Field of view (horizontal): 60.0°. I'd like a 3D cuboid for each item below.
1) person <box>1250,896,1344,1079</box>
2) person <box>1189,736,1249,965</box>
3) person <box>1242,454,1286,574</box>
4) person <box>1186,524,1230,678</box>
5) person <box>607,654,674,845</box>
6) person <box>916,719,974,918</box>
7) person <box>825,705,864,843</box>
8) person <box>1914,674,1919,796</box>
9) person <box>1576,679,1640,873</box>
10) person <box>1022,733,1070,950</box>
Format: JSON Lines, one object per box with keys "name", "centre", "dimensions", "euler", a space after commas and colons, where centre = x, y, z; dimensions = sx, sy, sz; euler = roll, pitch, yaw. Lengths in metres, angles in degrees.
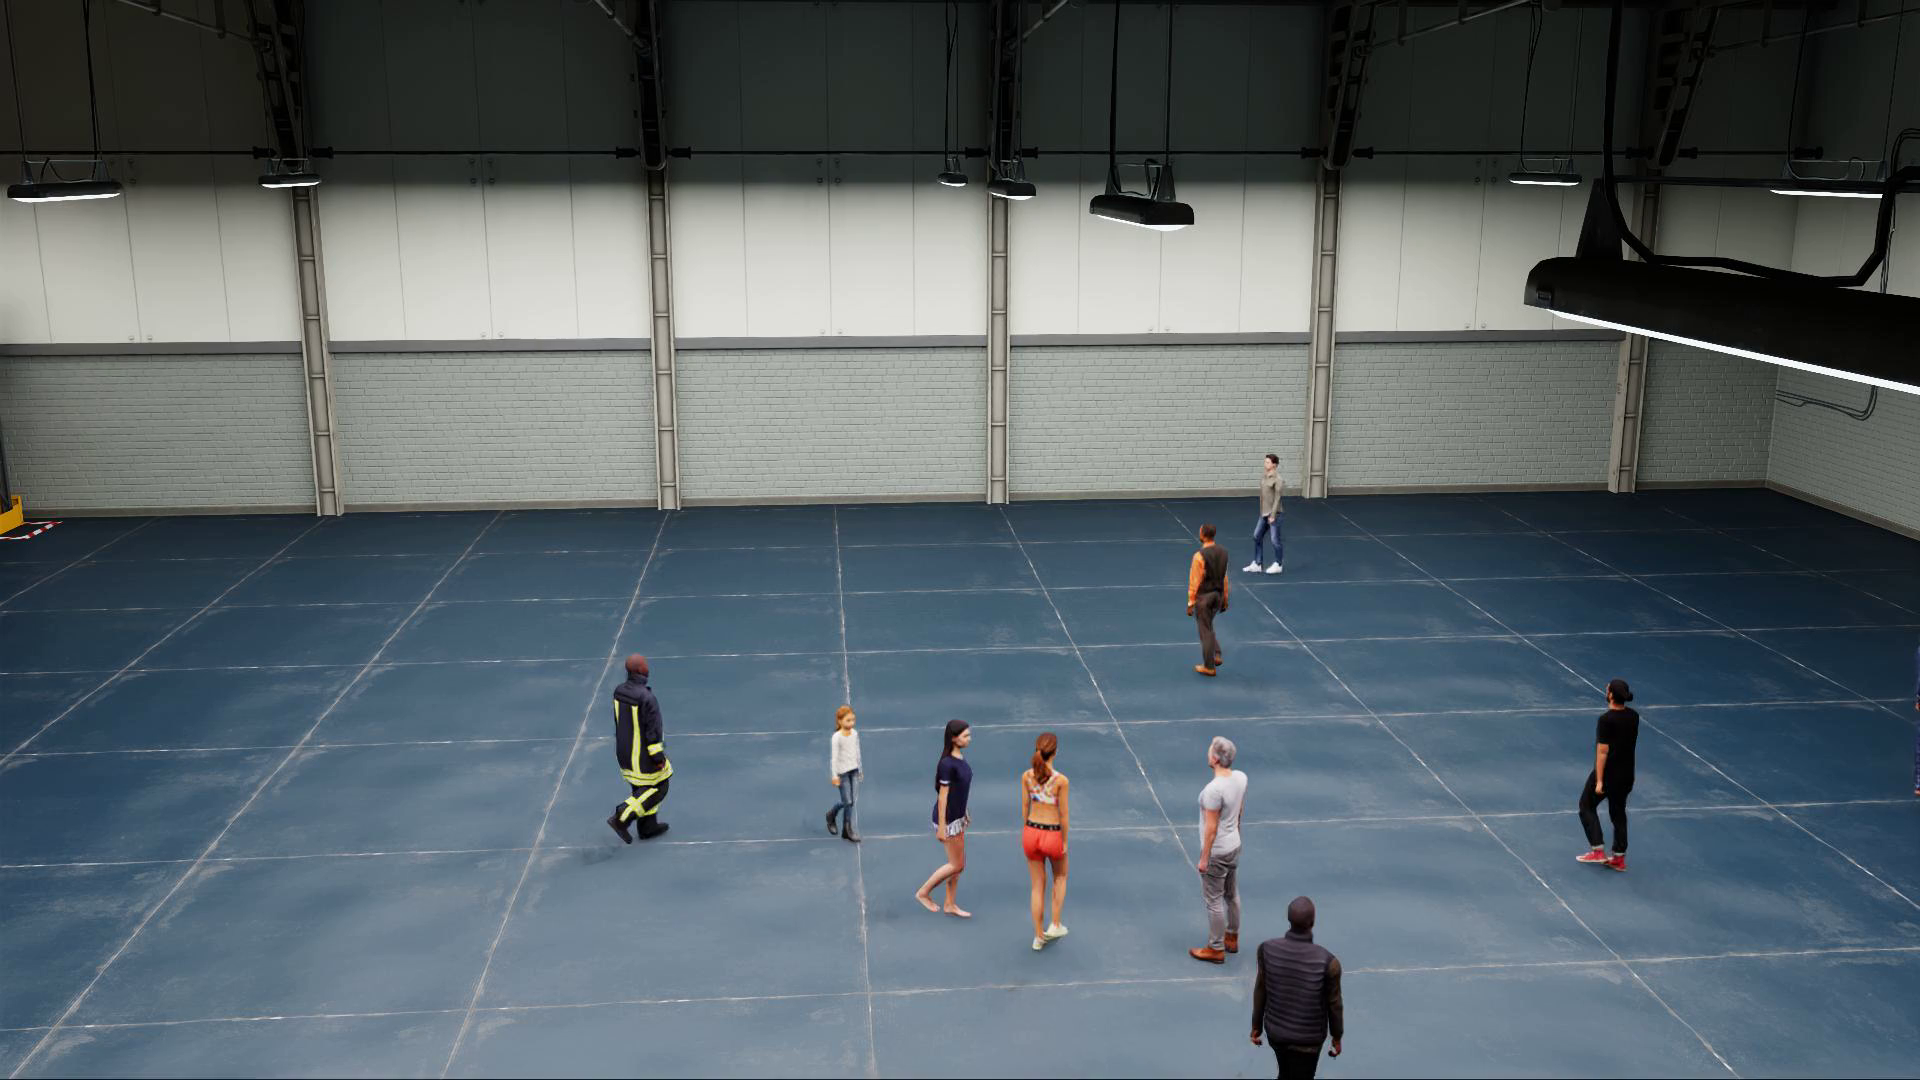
{"name": "person", "centre": [2.044, 3.120, 10.292], "dimensions": [1.228, 1.799, 1.201], "euler": [8, 15, 30]}
{"name": "person", "centre": [2.070, 2.440, 13.163], "dimensions": [0.802, 1.828, 0.751], "euler": [10, 16, 37]}
{"name": "person", "centre": [4.828, -0.390, 25.351], "dimensions": [0.969, 1.844, 0.877], "euler": [-6, 15, -26]}
{"name": "person", "centre": [3.106, 0.749, 20.307], "dimensions": [0.823, 1.899, 0.912], "euler": [-9, 16, -34]}
{"name": "person", "centre": [-2.997, 1.944, 15.340], "dimensions": [1.121, 1.812, 1.040], "euler": [-12, 18, -43]}
{"name": "person", "centre": [-0.162, 2.322, 13.851], "dimensions": [0.797, 1.748, 0.735], "euler": [3, 13, 12]}
{"name": "person", "centre": [-1.102, 2.165, 15.503], "dimensions": [0.719, 1.308, 0.657], "euler": [10, 17, 38]}
{"name": "person", "centre": [9.697, 1.673, 16.527], "dimensions": [0.924, 1.805, 0.868], "euler": [-11, 17, -40]}
{"name": "person", "centre": [5.851, 2.113, 14.758], "dimensions": [0.694, 1.745, 0.795], "euler": [-6, 14, -24]}
{"name": "person", "centre": [0.640, 2.438, 13.289], "dimensions": [0.665, 1.775, 0.739], "euler": [5, 14, 19]}
